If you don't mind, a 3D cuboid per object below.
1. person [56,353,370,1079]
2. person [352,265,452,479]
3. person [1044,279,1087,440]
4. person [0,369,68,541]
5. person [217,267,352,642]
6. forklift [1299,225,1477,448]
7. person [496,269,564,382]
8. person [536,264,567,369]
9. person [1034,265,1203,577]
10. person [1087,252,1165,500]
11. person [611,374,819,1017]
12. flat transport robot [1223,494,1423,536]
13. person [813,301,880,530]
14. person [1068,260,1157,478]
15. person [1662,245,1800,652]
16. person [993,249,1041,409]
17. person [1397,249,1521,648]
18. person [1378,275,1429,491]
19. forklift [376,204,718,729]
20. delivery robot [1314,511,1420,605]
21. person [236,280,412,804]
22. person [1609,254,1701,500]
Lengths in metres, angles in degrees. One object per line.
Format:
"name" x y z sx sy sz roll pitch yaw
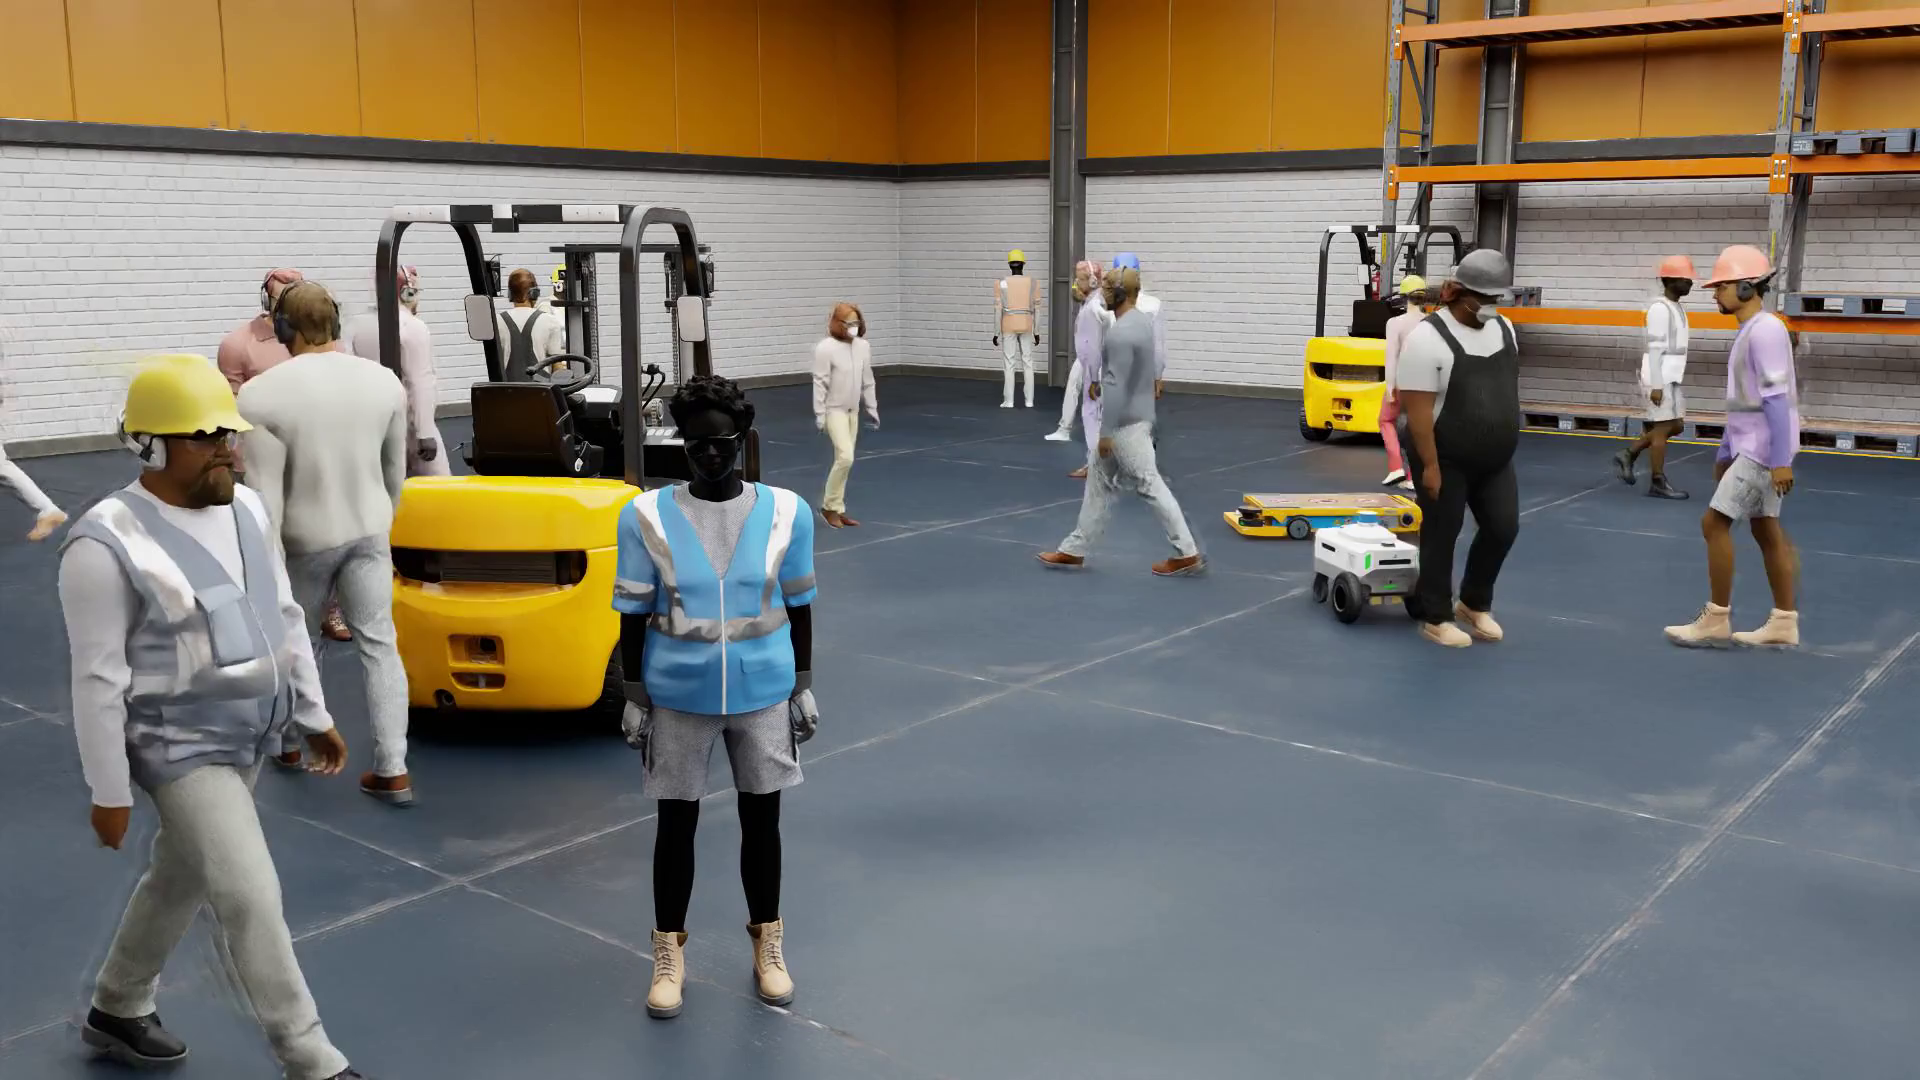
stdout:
"person" -1.788 0.452 3.919 0.926 1.789 0.600 2 10 11
"person" -3.241 -0.654 9.725 0.680 1.887 0.431 8 13 37
"person" 1.335 -1.832 16.792 0.895 1.702 0.496 4 11 22
"person" -6.477 -0.834 10.990 0.925 1.805 0.623 -6 12 -30
"person" -3.325 -0.401 8.312 0.638 1.902 0.407 -9 14 -41
"forklift" 4.449 -2.115 16.993 1.214 2.155 2.313 8 13 38
"person" -2.962 -0.935 11.441 0.507 1.840 0.343 -1 10 -3
"person" -3.579 -1.581 15.071 0.403 1.825 0.595 4 11 20
"person" 1.010 -0.708 10.059 1.044 1.891 0.643 2 10 13
"person" 1.300 -1.273 13.041 0.604 1.937 0.403 1 10 3
"person" -0.632 0.411 4.373 0.540 1.695 0.317 -2 10 -13
"flat transport robot" 2.610 -0.181 11.608 1.431 0.197 0.652 0 10 -2
"person" -0.820 -0.877 11.752 0.400 1.608 0.530 7 12 34
"person" 1.297 -1.448 14.202 0.653 1.873 0.671 2 10 13
"person" 3.868 -0.442 8.251 0.780 2.004 0.642 4 11 22
"person" 0.680 -2.546 20.141 0.593 1.917 0.384 -2 10 -13
"person" 2.481 -0.455 8.221 0.721 2.000 0.551 -4 11 -23
"person" 3.654 -1.275 13.559 0.538 1.746 0.451 -3 11 -16
"forklift" -1.766 -0.406 7.525 1.214 2.155 2.313 1 10 7
"delivery robot" 2.218 0.084 9.090 0.477 0.478 0.707 -2 10 -11
"person" -2.344 -0.002 6.148 0.645 1.890 0.984 -9 13 -40
"person" 5.500 -1.285 13.142 0.577 1.924 0.546 9 14 41
